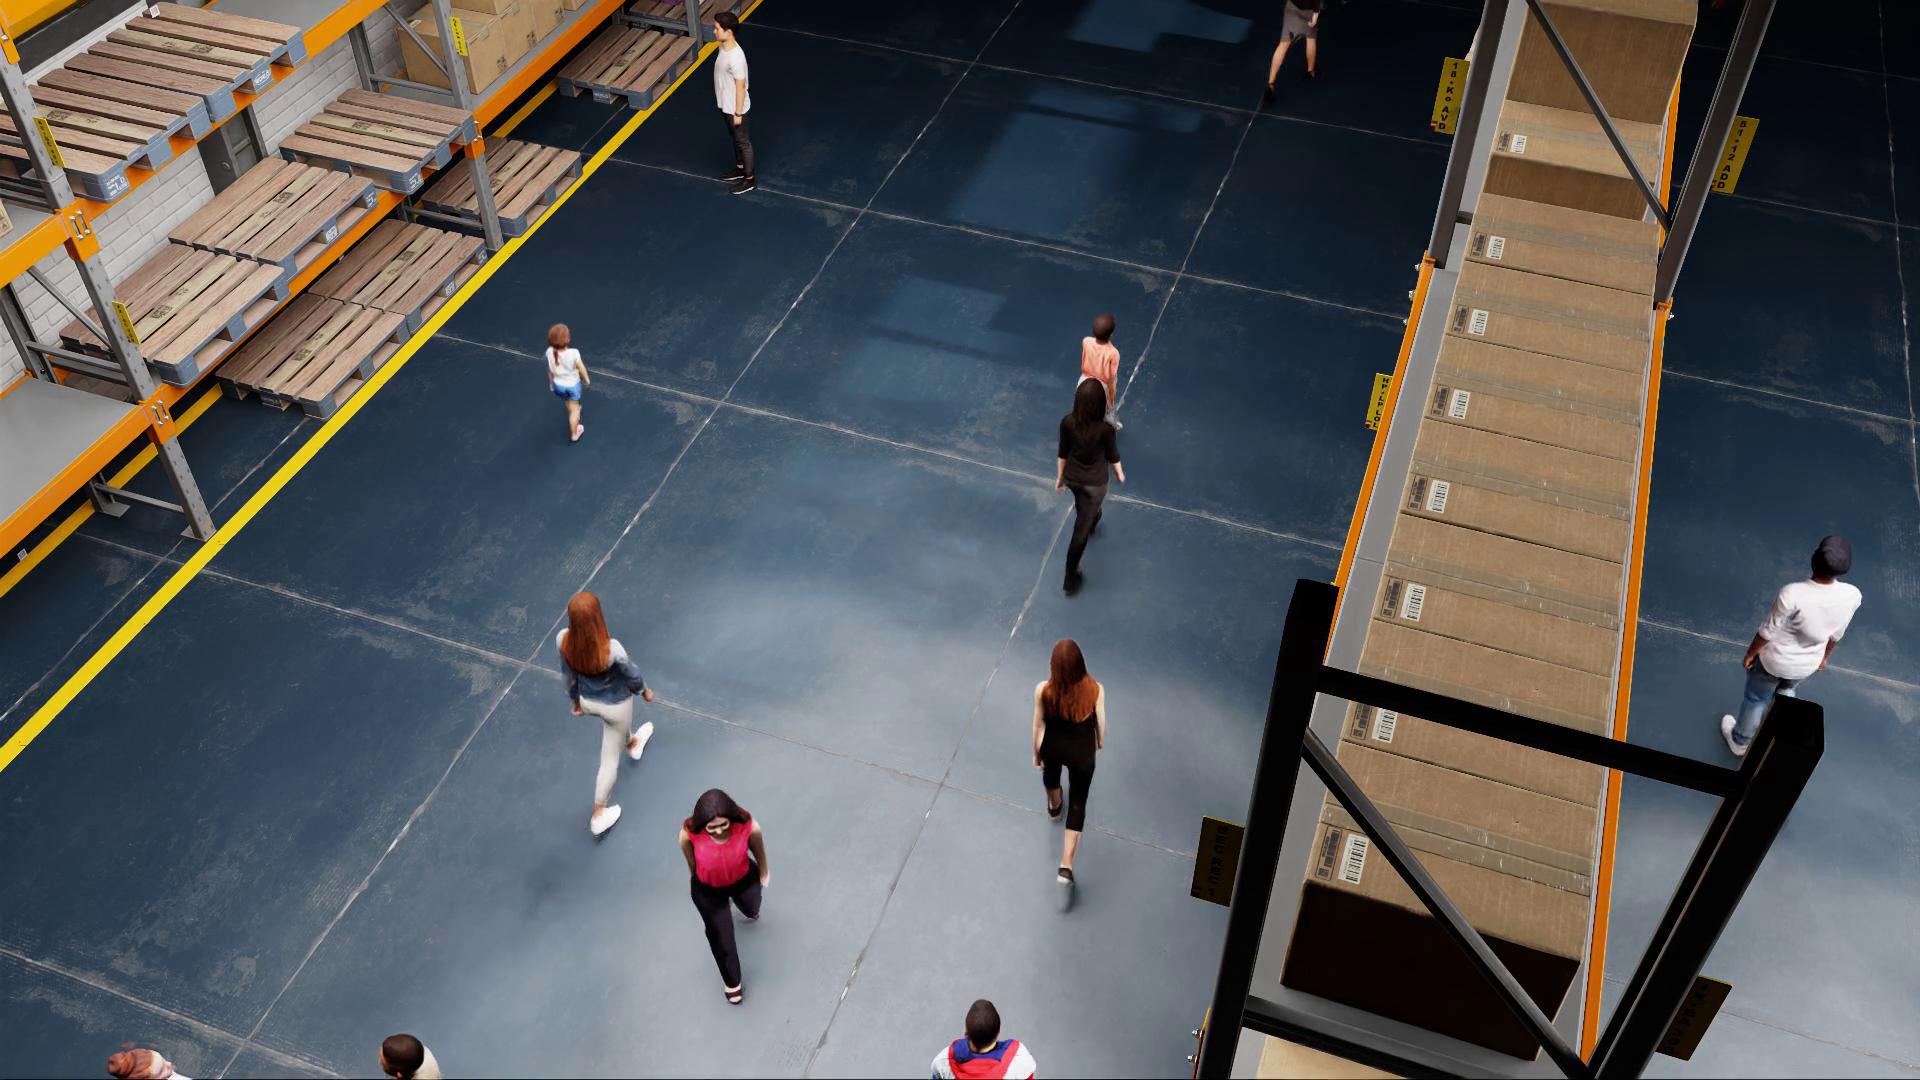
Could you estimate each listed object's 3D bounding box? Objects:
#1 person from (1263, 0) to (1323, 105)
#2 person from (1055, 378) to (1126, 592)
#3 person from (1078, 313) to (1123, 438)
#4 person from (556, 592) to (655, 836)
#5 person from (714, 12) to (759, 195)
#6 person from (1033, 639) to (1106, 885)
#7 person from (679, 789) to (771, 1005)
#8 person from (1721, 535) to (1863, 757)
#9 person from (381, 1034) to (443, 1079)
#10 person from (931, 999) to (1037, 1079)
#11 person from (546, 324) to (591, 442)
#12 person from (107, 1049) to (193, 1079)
[{"bbox_3d":[3.261,-5.108,16.212,0.905,1.794,1.227,32,52,29],"label":"person"},{"bbox_3d":[0.833,-0.348,11.357,0.681,1.599,1.084,21,48,21],"label":"person"},{"bbox_3d":[0.979,-1.110,12.381,0.604,1.289,0.929,23,48,23],"label":"person"},{"bbox_3d":[-2.133,1.038,9.856,0.665,1.662,1.131,17,46,17],"label":"person"},{"bbox_3d":[-2.043,-3.985,15.085,0.758,1.722,0.690,-16,46,-16],"label":"person"},{"bbox_3d":[0.615,1.276,9.582,0.690,1.697,1.128,7,44,7],"label":"person"},{"bbox_3d":[-1.278,1.820,9.063,0.906,1.624,1.024,-12,45,-13],"label":"person"},{"bbox_3d":[5.053,0.735,10.068,0.777,1.809,0.847,1,44,1],"label":"person"},{"bbox_3d":[-2.546,2.839,8.114,0.667,1.458,0.543,-3,44,-3],"label":"person"},{"bbox_3d":[0.112,2.809,7.935,0.717,1.748,0.745,3,44,3],"label":"person"},{"bbox_3d":[-3.010,-1.179,12.659,0.502,1.007,0.637,5,44,6],"label":"person"},{"bbox_3d":[-3.594,2.885,7.824,0.654,1.791,0.636,-26,49,-25],"label":"person"}]
